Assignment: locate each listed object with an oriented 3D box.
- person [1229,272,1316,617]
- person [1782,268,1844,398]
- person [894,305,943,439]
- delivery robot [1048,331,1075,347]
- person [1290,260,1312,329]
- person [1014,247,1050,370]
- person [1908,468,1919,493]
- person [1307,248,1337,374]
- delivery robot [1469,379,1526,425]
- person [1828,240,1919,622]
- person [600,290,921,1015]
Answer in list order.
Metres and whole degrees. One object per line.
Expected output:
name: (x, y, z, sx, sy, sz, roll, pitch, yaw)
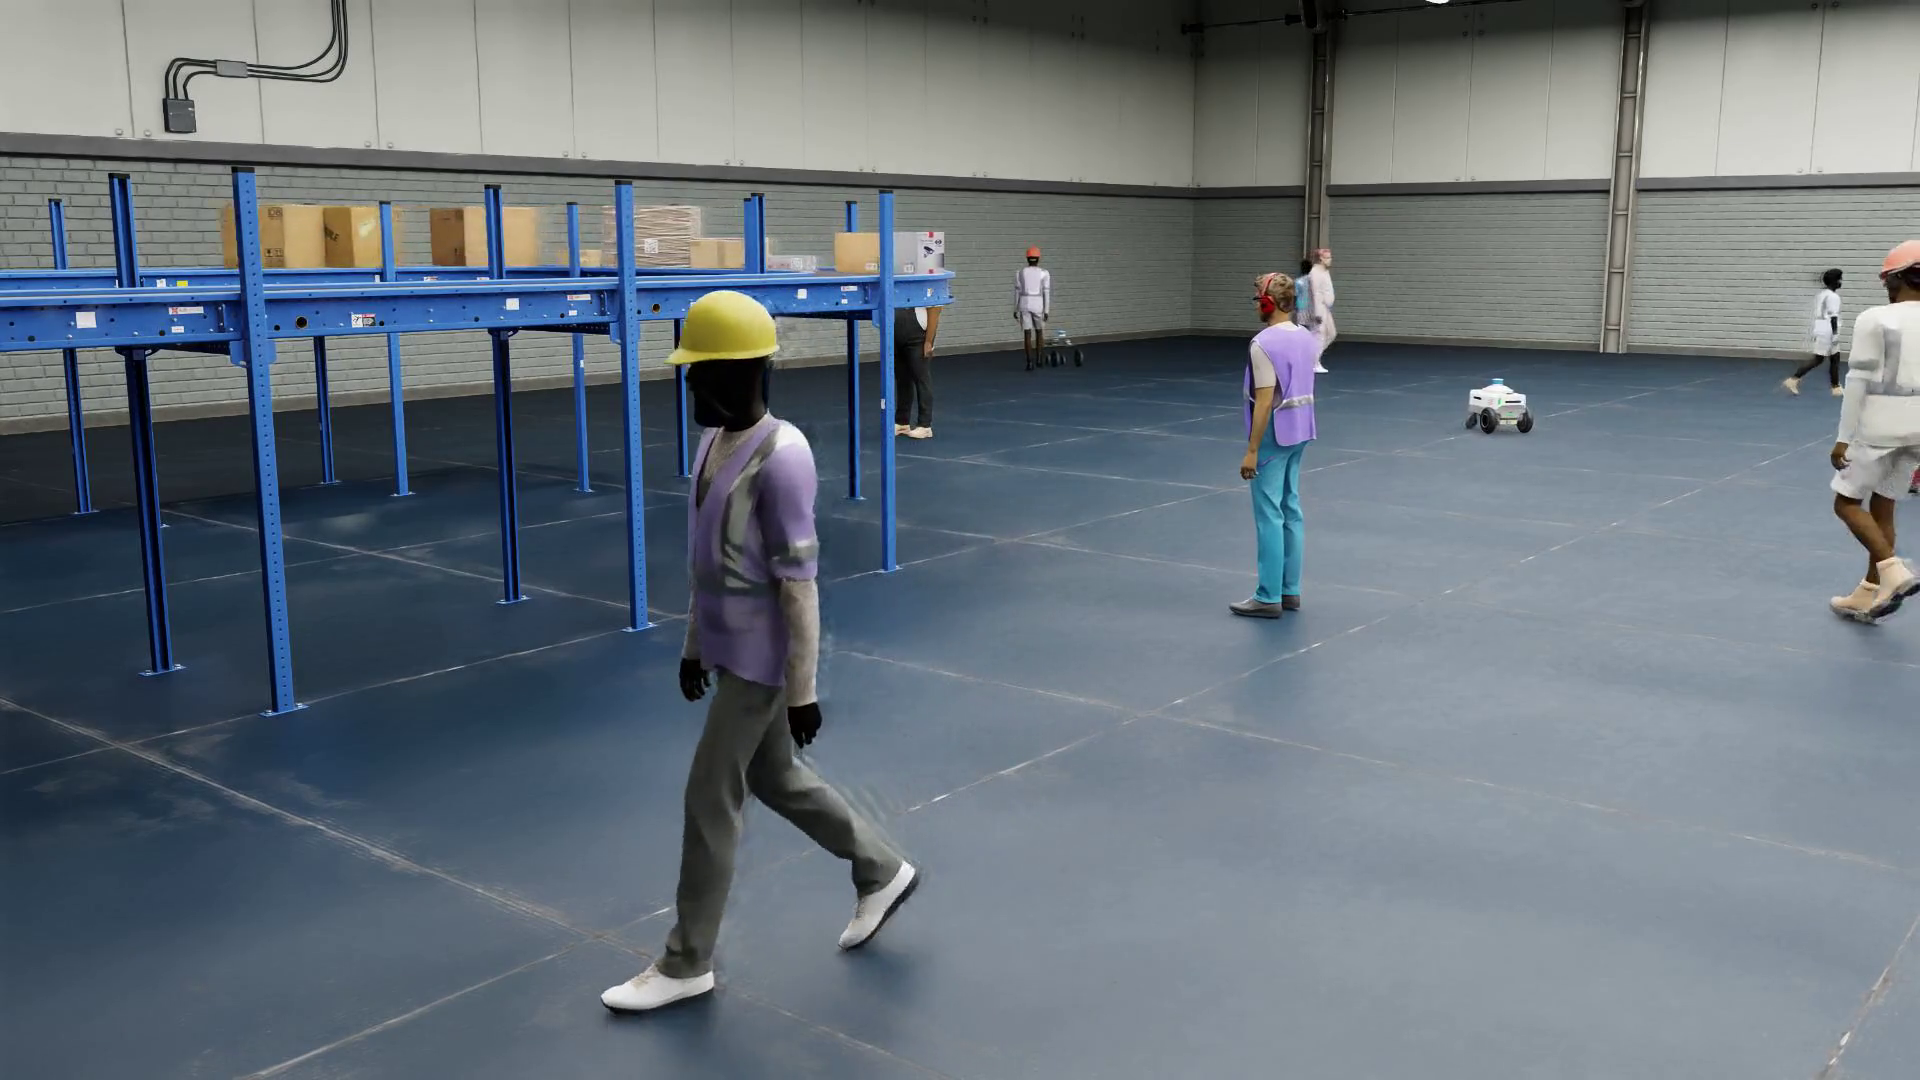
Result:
person: (1.716, -0.514, 8.987, 0.377, 1.842, 0.569, 8, 13, 37)
person: (11.081, -2.662, 21.381, 0.822, 1.669, 0.532, 3, 11, 18)
person: (-0.535, -2.055, 17.100, 0.535, 2.000, 0.674, -9, 13, -40)
delivery robot: (1.657, -3.275, 27.003, 0.335, 0.223, 0.698, -3, 11, -18)
person: (5.890, -3.986, 28.672, 0.557, 1.668, 0.709, -4, 11, -22)
person: (1.124, -3.639, 26.134, 0.569, 1.900, 0.868, 0, 10, 2)
person: (7.827, -1.178, 13.025, 0.543, 1.718, 0.925, -3, 11, -19)
person: (5.513, -3.484, 25.319, 0.441, 1.888, 0.668, 4, 11, 22)
delivery robot: (5.744, -1.481, 17.780, 0.477, 0.478, 0.707, -2, 10, -9)
person: (4.909, -0.552, 8.719, 0.653, 2.015, 0.584, -2, 10, -10)
person: (-0.518, 0.276, 4.474, 0.920, 1.896, 0.595, -5, 11, -24)
